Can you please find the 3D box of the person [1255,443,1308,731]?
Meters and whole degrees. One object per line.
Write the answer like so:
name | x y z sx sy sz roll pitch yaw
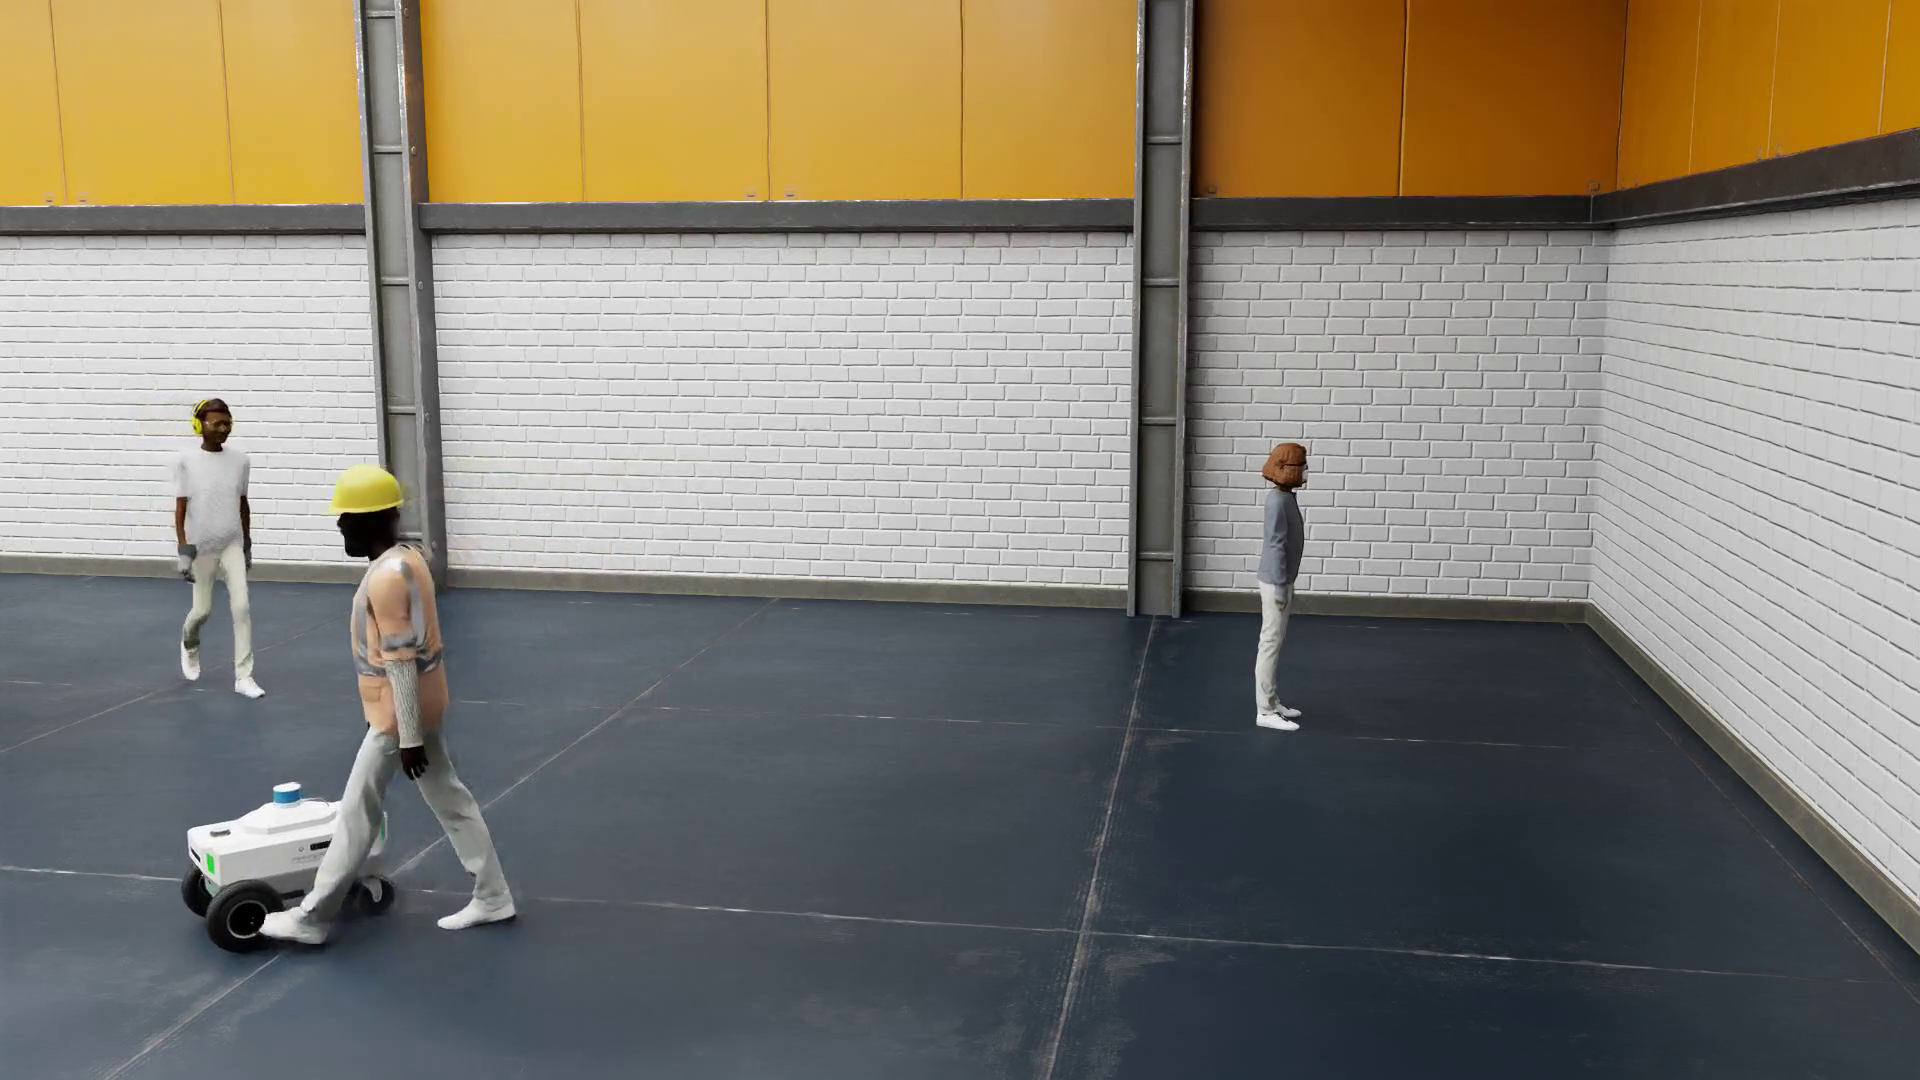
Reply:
person | 1.845 0.254 9.528 0.281 1.634 0.498 3 10 16

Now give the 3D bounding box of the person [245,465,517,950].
person | -2.226 0.643 6.398 1.012 1.868 0.620 -2 9 -10

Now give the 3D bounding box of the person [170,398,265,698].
person | -4.625 0.032 10.279 0.512 1.842 0.811 -9 13 -43

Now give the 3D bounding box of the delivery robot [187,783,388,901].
delivery robot | -2.668 1.216 6.632 0.707 0.478 0.477 -7 11 -36
